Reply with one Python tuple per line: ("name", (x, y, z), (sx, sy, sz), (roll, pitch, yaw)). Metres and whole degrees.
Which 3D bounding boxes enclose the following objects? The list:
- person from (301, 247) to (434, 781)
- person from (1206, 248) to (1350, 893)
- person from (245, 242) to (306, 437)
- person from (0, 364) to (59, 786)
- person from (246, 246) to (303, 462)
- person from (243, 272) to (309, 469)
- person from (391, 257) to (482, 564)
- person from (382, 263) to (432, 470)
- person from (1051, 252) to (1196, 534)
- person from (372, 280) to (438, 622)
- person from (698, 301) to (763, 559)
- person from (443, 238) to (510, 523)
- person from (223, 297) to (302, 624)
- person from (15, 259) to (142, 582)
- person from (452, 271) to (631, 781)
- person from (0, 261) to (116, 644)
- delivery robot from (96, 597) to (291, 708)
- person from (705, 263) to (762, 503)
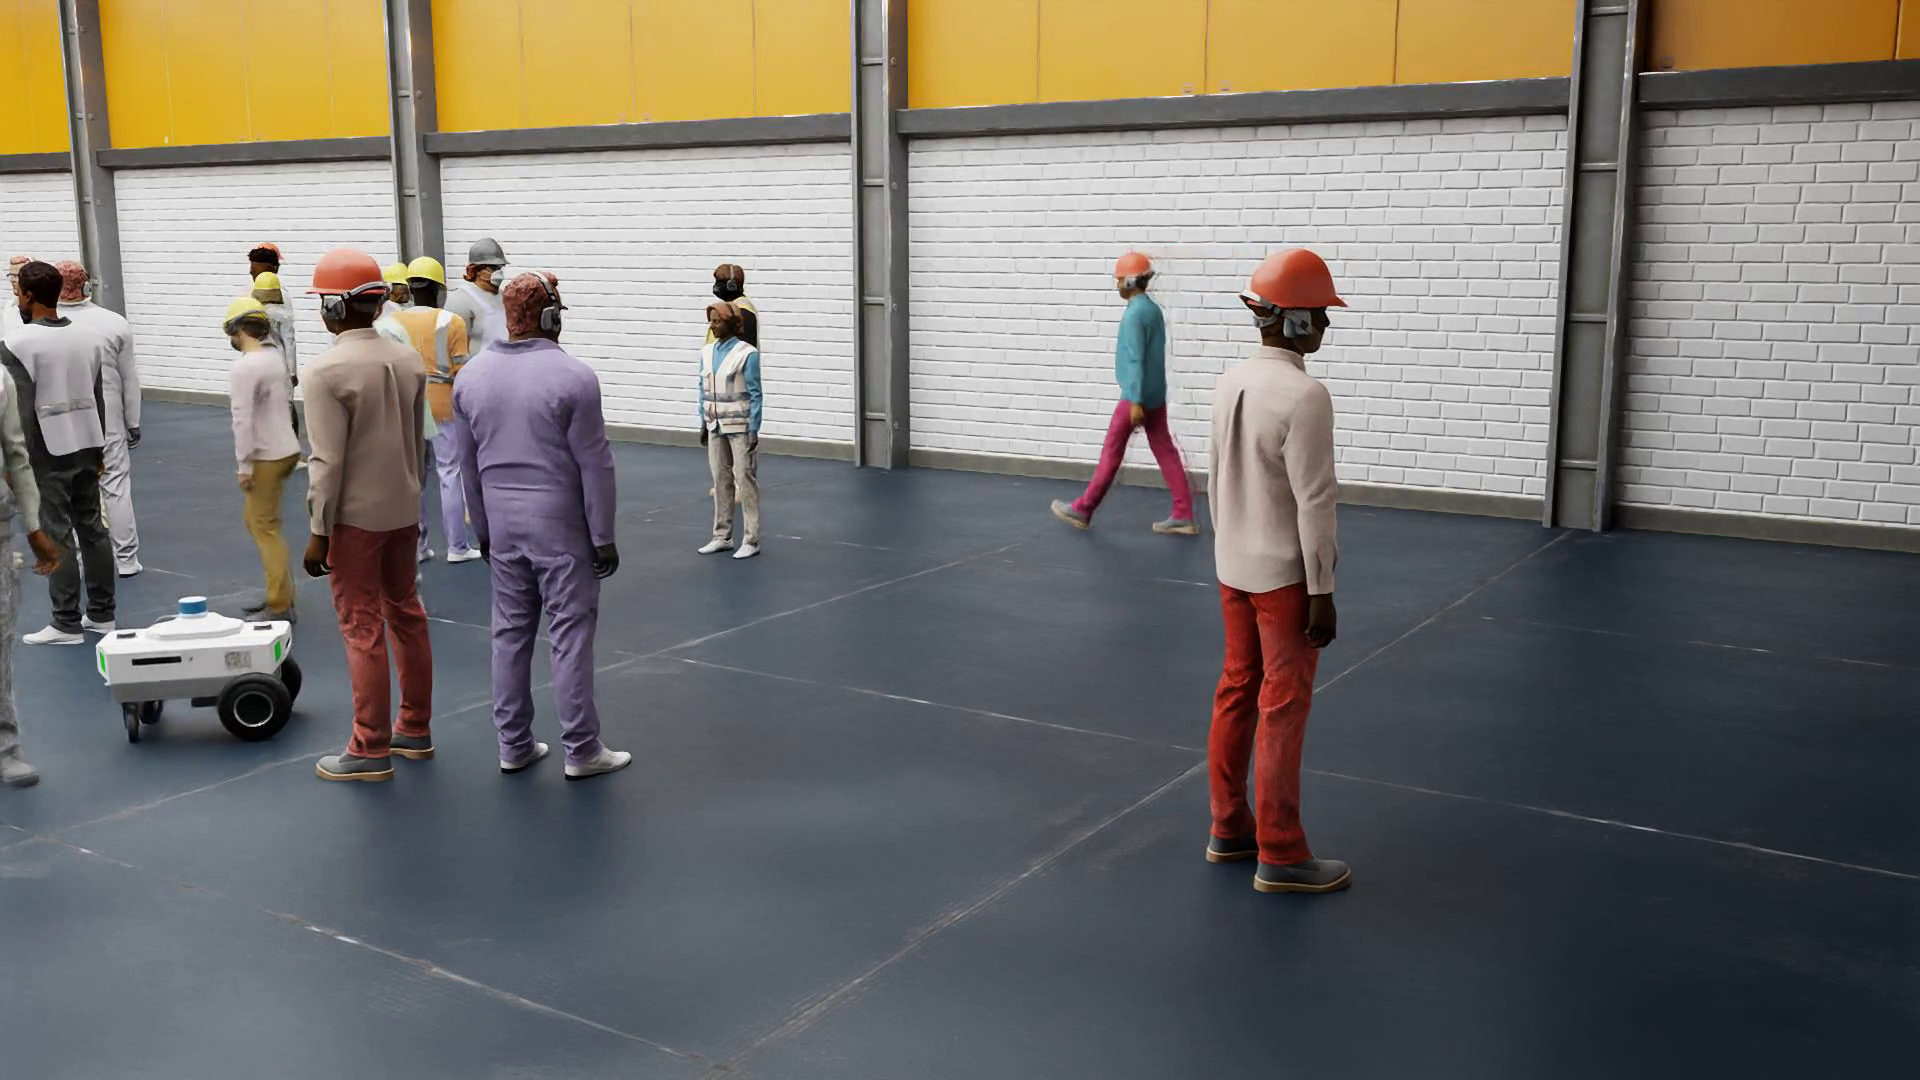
("person", (-2.235, -0.091, 6.263), (0.376, 1.995, 0.612), (3, 11, 18))
("person", (0.994, 0.099, 5.206), (0.381, 1.994, 0.617), (-4, 11, -21))
("person", (-7.066, -2.045, 17.088), (0.613, 1.994, 0.382), (7, 12, 32))
("person", (-3.660, -0.023, 6.036), (0.410, 1.942, 0.618), (5, 11, 26))
("person", (-6.218, -1.666, 15.069), (0.361, 1.963, 0.613), (-8, 13, -38))
("person", (-6.064, -1.485, 14.680), (0.485, 1.744, 0.309), (2, 10, 11))
("person", (-3.305, -0.800, 10.404), (0.585, 1.918, 0.381), (1, 10, 8))
("person", (-4.874, -1.486, 14.463), (0.403, 1.826, 0.591), (5, 11, 26))
("person", (1.184, -1.011, 11.510), (1.047, 1.932, 0.661), (5, 11, 26))
("person", (-3.056, -0.517, 8.958), (0.458, 1.895, 0.643), (-5, 11, -25))
("person", (-1.465, -0.699, 10.613), (0.518, 1.639, 0.312), (8, 13, 38))
("person", (-3.340, -1.141, 11.951), (0.537, 2.000, 0.675), (4, 11, 22))
("person", (-3.719, -0.426, 8.860), (0.386, 1.724, 0.530), (0, 10, -1))
("person", (-5.208, -0.699, 9.876), (0.642, 1.909, 0.410), (-6, 12, -30))
("person", (-1.556, -0.045, 6.253), (0.643, 1.909, 0.410), (4, 11, 20))
("person", (-4.522, -0.431, 8.361), (0.390, 1.919, 0.591), (2, 11, 13))
("delivery robot", (-3.141, 0.478, 6.841), (0.707, 0.478, 0.477), (-3, 11, -16))
("person", (-1.759, -1.212, 12.899), (0.430, 1.845, 0.622), (-4, 11, -19))
